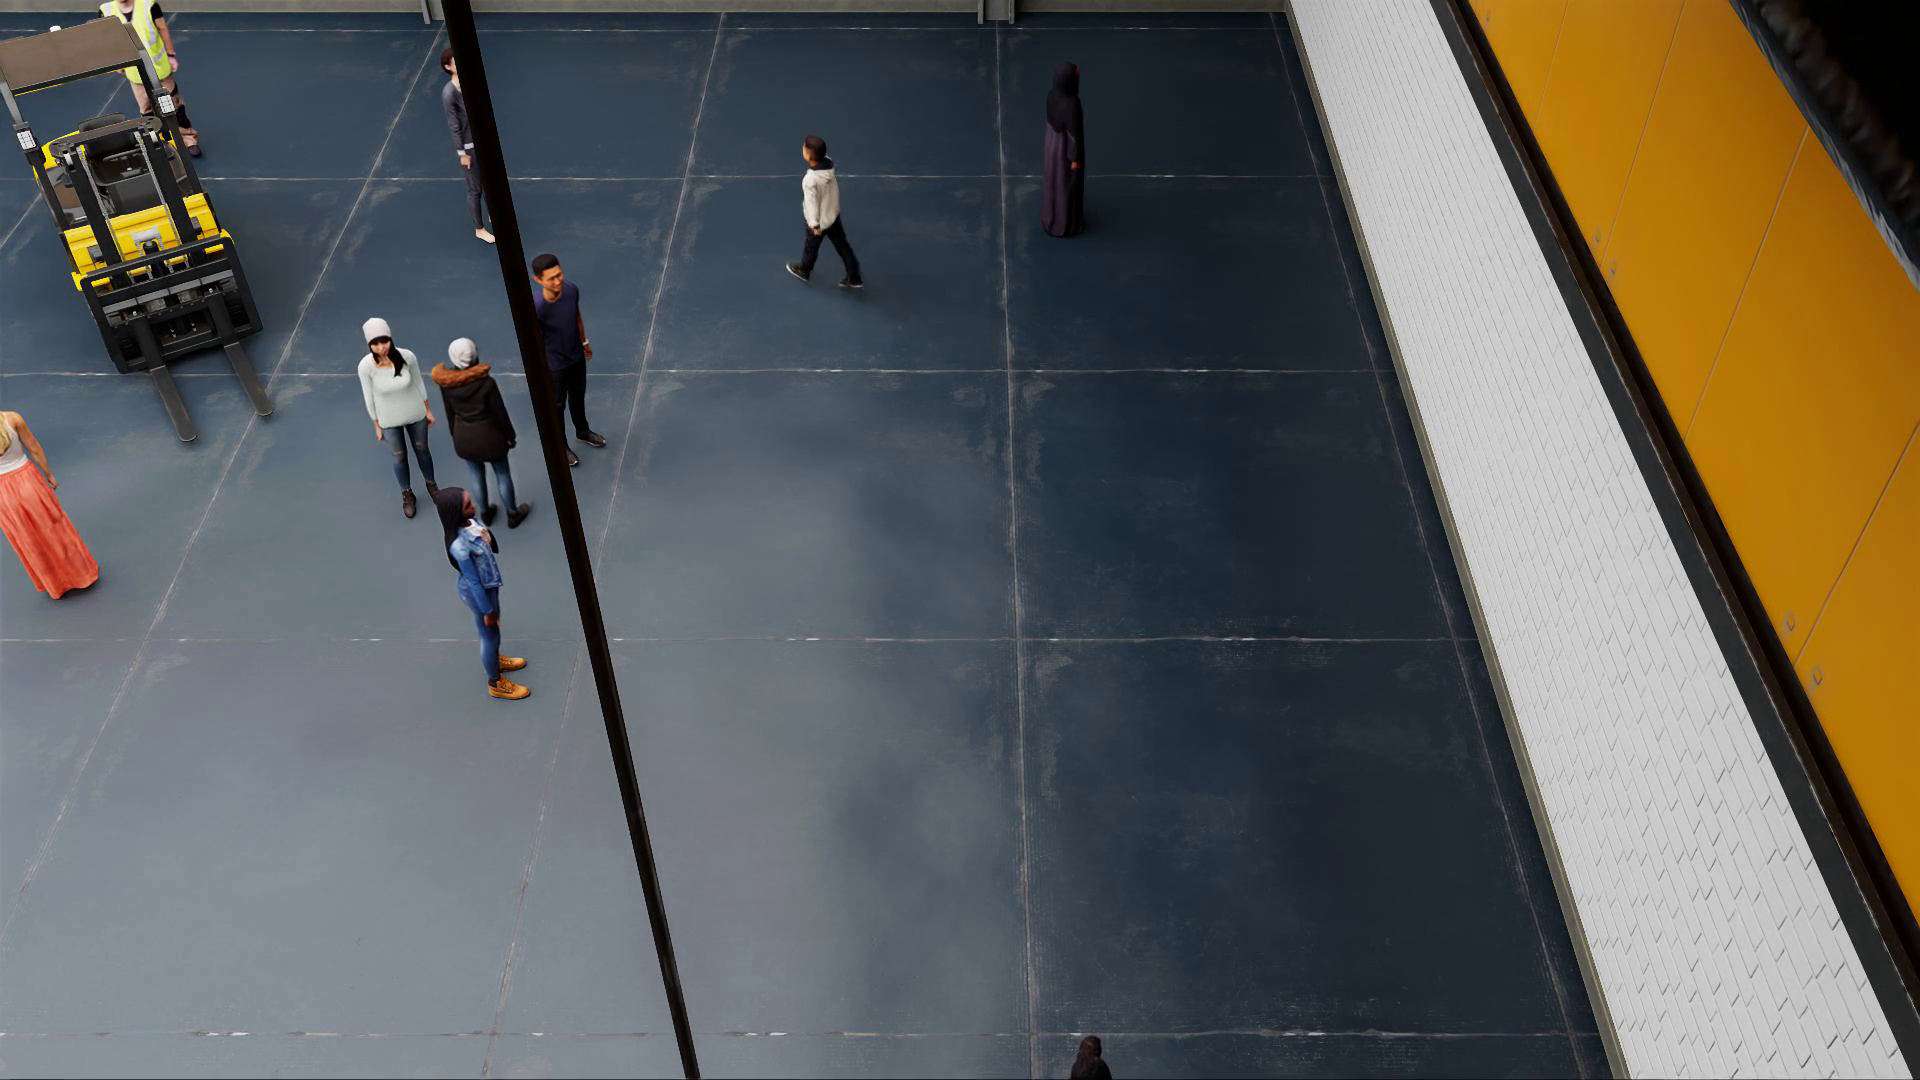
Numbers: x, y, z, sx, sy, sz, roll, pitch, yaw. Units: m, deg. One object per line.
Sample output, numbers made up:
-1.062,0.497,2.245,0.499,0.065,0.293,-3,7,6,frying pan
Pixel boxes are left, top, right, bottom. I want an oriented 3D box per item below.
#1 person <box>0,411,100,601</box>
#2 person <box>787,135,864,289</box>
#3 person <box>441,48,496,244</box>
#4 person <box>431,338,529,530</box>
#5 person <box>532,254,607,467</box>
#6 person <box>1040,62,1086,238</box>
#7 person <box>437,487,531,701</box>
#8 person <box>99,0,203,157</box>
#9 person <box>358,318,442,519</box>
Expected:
-6.330,-0.324,11.186,0.682,1.801,0.784,-20,47,-20,person
-1.083,-2.713,13.965,1.055,1.427,0.893,22,48,22,person
-4.247,-3.464,14.506,0.638,1.768,0.680,14,45,14,person
-3.391,-0.740,11.747,0.554,1.631,0.705,5,44,5,person
-2.940,-1.366,12.287,0.738,1.790,0.719,27,50,26,person
0.908,-3.448,14.602,0.710,1.614,0.693,-17,46,-17,person
-3.053,0.319,10.576,0.597,1.713,0.656,-10,44,-10,person
-7.546,-4.405,15.438,0.771,1.846,0.861,-14,45,-14,person
-3.999,-0.893,11.898,0.580,1.644,0.703,-19,47,-19,person
